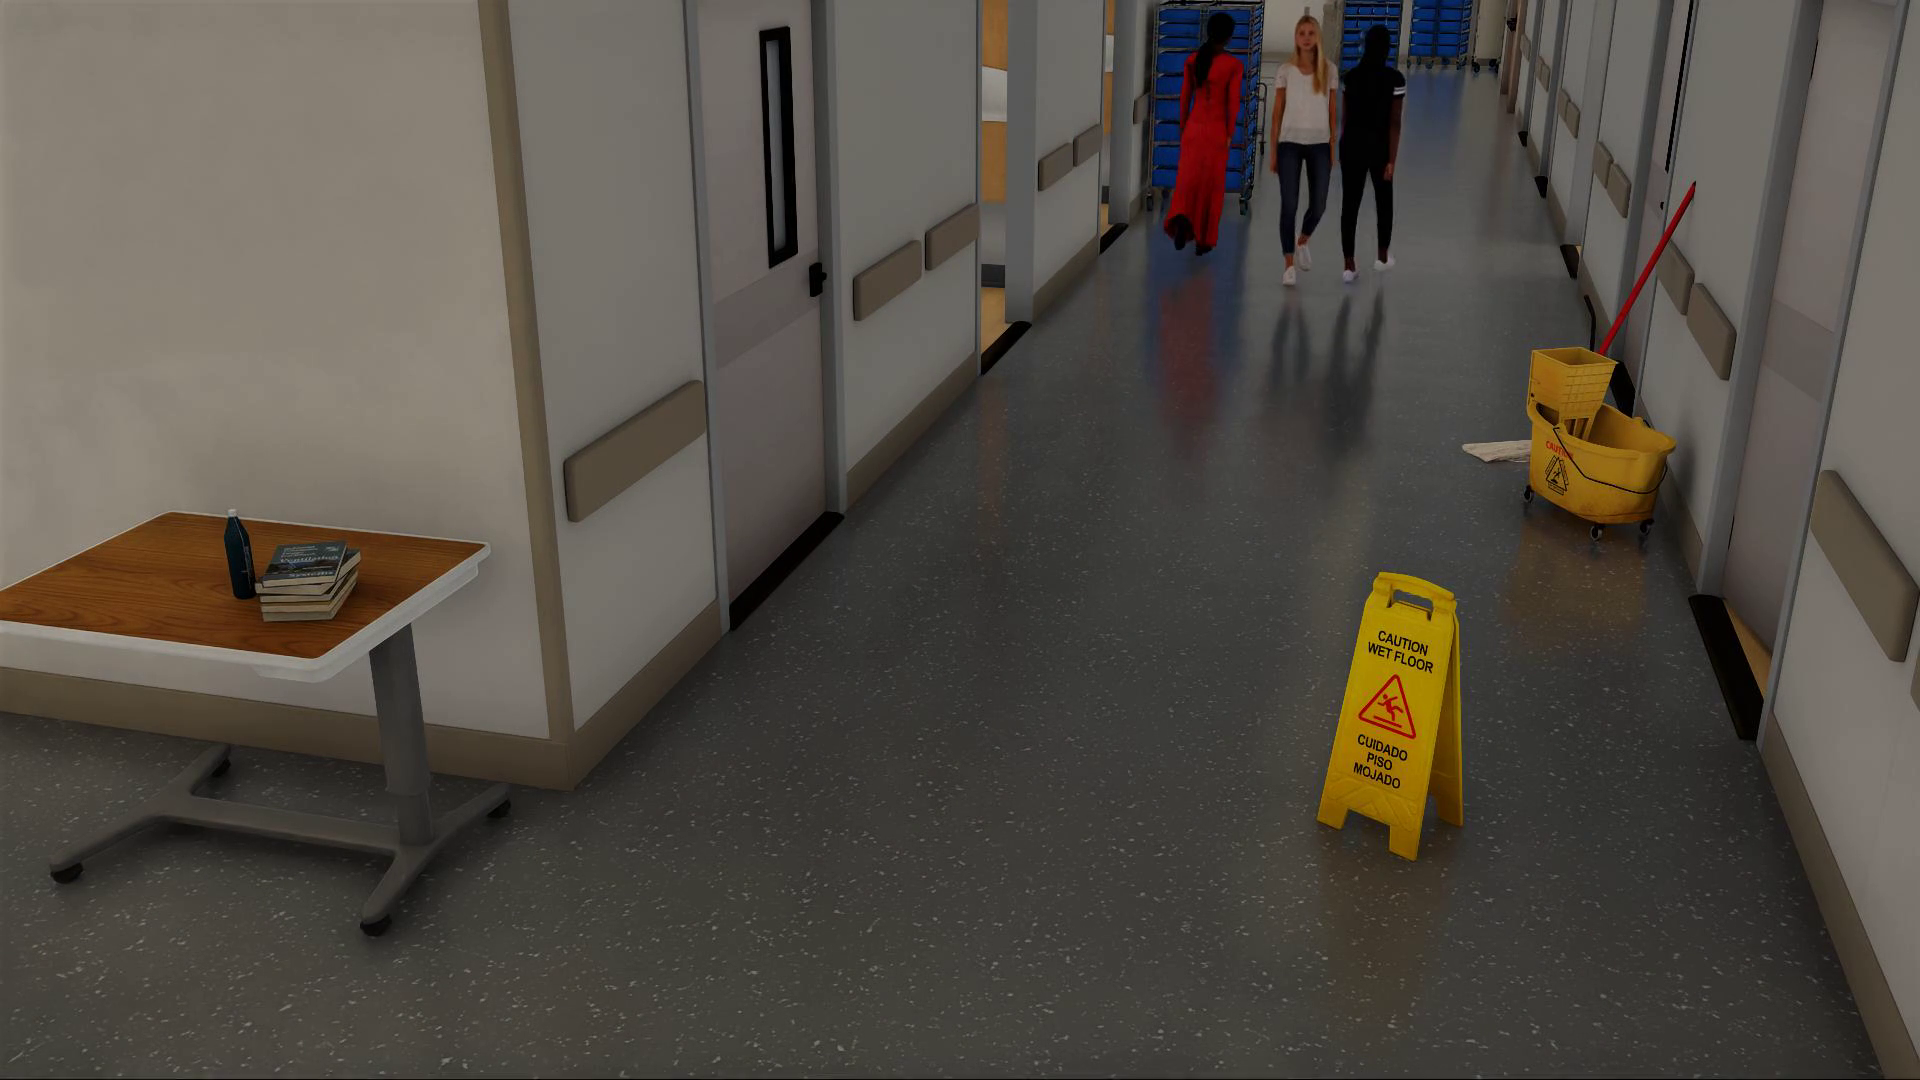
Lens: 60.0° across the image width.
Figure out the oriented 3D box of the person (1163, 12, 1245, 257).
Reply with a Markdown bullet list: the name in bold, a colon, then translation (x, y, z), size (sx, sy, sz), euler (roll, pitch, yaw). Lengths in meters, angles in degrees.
- **person**: translation (1.771, -2.912, 12.159), size (0.661, 1.761, 0.985), euler (7, 22, 18)

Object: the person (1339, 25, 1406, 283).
- **person**: translation (2.792, -2.649, 11.516), size (0.711, 1.724, 0.938), euler (10, 23, 24)

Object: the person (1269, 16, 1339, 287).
- **person**: translation (2.357, -2.672, 11.471), size (0.671, 1.798, 0.776), euler (2, 21, 5)
